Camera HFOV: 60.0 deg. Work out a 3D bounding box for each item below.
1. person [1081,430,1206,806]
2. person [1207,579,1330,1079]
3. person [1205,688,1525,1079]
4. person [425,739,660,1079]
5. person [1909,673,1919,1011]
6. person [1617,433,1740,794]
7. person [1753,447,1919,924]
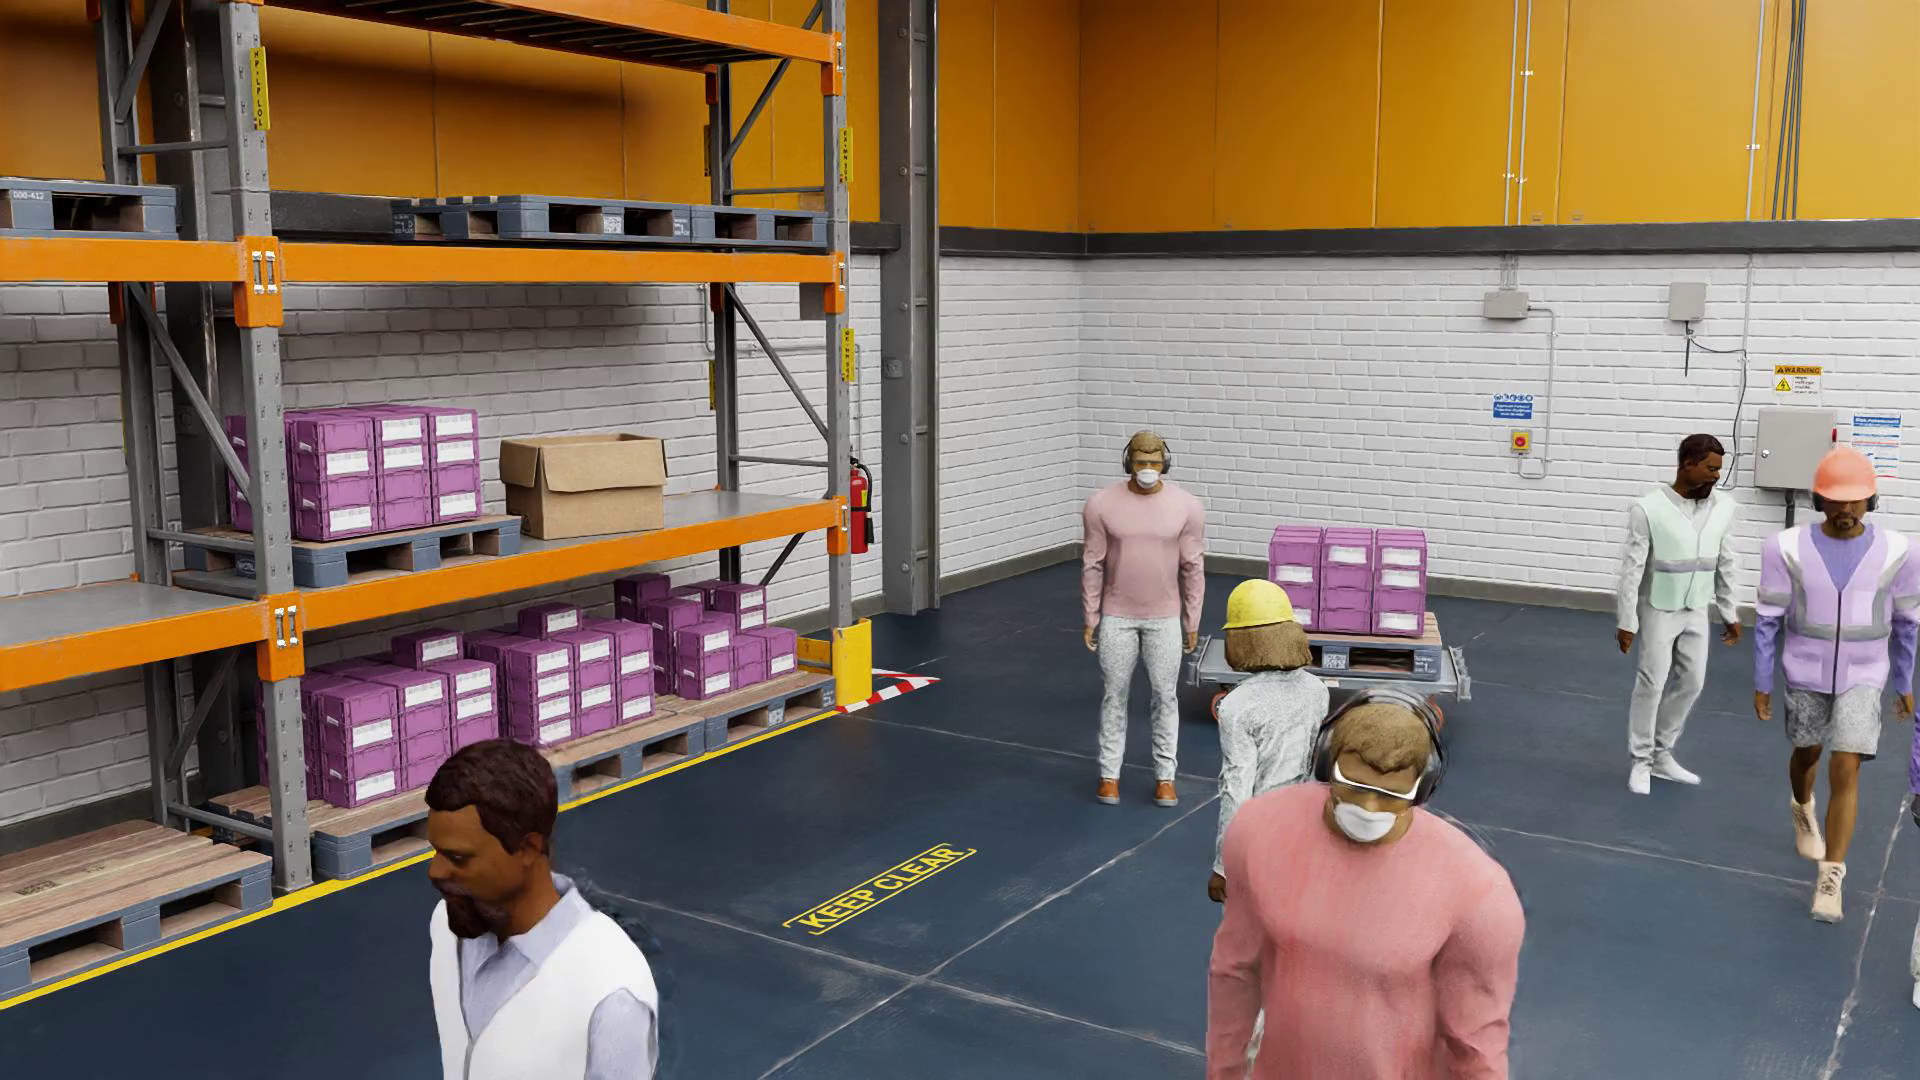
[{"bbox_3d":[0.931,0.398,8.492,0.628,1.932,0.373,1,9,8],"label":"person"},{"bbox_3d":[0.960,0.986,5.304,0.492,1.733,0.330,-8,12,-41],"label":"person"},{"bbox_3d":[0.816,1.190,3.433,0.679,1.898,0.598,7,11,39],"label":"person"},{"bbox_3d":[-0.709,1.258,3.004,0.624,1.900,0.494,8,12,42],"label":"person"},{"bbox_3d":[3.702,0.931,6.002,0.509,1.629,0.316,3,9,17],"label":"person"},{"bbox_3d":[3.727,0.384,8.697,0.673,1.900,0.431,-3,9,-18],"label":"person"},{"bbox_3d":[3.827,0.562,7.287,0.645,1.987,1.076,4,10,27],"label":"person"}]
